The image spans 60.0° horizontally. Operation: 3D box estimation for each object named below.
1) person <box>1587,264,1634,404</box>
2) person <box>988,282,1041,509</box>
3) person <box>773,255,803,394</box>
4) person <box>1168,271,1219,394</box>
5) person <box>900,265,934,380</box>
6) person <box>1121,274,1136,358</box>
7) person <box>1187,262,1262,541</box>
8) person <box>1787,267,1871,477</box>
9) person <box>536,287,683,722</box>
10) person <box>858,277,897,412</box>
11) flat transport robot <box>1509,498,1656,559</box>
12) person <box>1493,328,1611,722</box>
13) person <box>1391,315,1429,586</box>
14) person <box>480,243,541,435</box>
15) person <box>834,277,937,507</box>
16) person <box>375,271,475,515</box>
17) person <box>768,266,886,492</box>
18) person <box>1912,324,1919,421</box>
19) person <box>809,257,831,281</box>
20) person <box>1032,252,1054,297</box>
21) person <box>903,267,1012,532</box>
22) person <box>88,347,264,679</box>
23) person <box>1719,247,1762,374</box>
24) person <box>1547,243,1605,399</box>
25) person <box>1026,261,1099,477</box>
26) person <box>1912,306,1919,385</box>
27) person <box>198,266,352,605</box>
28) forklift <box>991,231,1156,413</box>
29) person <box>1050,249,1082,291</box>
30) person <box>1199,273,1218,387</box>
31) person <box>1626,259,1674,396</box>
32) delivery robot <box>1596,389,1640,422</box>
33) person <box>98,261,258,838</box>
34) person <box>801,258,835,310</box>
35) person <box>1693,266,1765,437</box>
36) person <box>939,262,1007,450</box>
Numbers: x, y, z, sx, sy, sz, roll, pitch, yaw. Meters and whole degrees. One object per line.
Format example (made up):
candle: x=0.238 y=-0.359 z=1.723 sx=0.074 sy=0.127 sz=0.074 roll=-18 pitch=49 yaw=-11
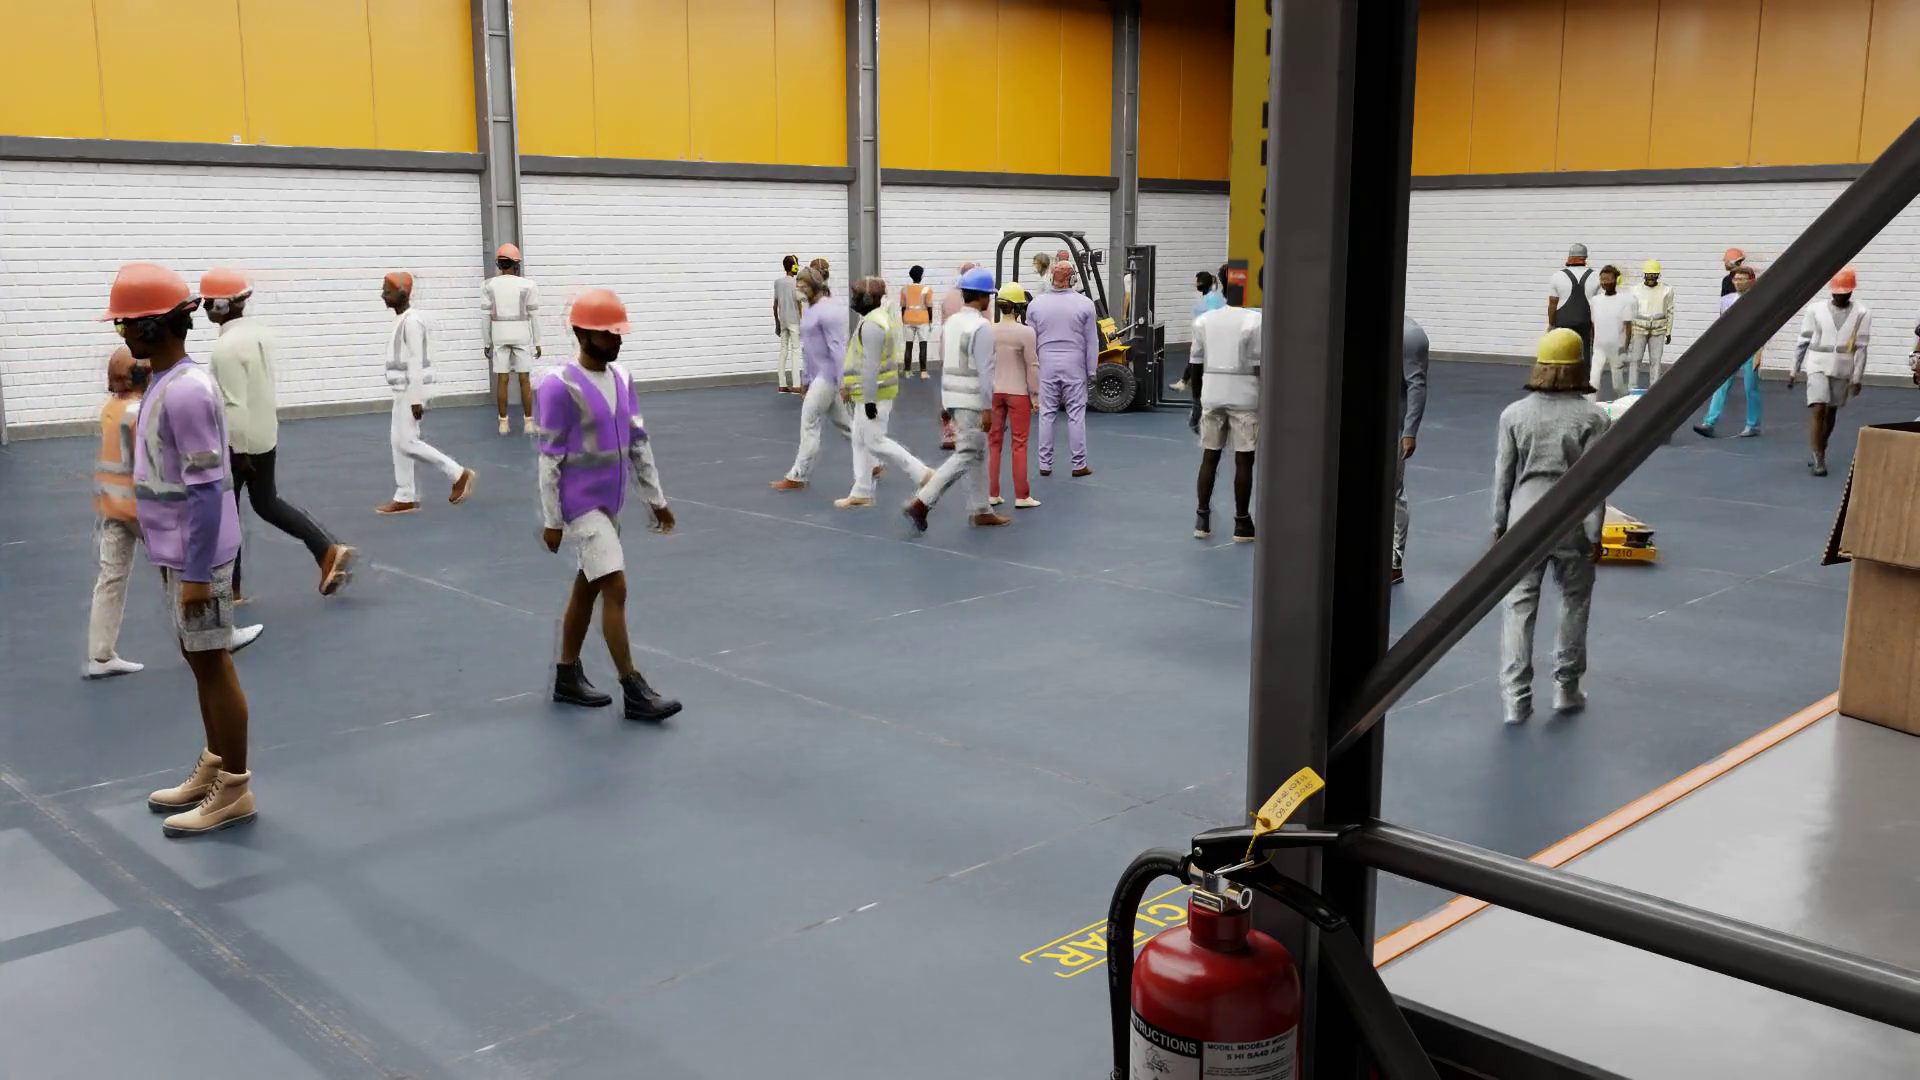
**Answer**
person: x=6.967 y=-2.025 z=17.787 sx=0.509 sy=1.827 sz=0.912 roll=9 pitch=14 yaw=41
person: x=0.394 y=-1.129 z=13.048 sx=0.524 sy=1.770 sz=0.315 roll=6 pitch=12 yaw=31
person: x=-2.286 y=-2.904 z=22.448 sx=0.518 sy=1.870 sz=0.323 roll=7 pitch=13 yaw=35
person: x=3.263 y=-2.763 z=22.266 sx=0.892 sy=1.640 sz=0.539 roll=-4 pitch=11 yaw=-21
person: x=-0.638 y=-3.224 z=24.687 sx=0.532 sy=1.691 sz=0.320 roll=4 pitch=11 yaw=20
person: x=2.762 y=-3.541 z=25.986 sx=0.513 sy=1.845 sz=0.336 roll=-5 pitch=12 yaw=-26
person: x=1.911 y=-0.956 z=11.602 sx=0.723 sy=1.955 sz=0.466 roll=8 pitch=13 yaw=36
person: x=7.828 y=-1.534 z=15.025 sx=0.617 sy=1.865 sz=1.005 roll=3 pitch=11 yaw=18
person: x=-1.516 y=-0.154 z=7.355 sx=0.870 sy=1.896 sz=0.557 roll=4 pitch=11 yaw=21
person: x=-0.999 y=-2.353 z=20.077 sx=0.523 sy=1.636 sz=0.311 roll=6 pitch=12 yaw=30
flat transport robot: x=4.253 y=-0.095 z=11.489 sx=0.652 sy=0.197 sz=1.431 roll=1 pitch=10 yaw=5
person: x=2.629 y=-0.071 z=7.388 sx=0.504 sy=1.723 sz=0.686 roll=7 pitch=13 yaw=35
person: x=2.552 y=-0.687 z=10.166 sx=0.352 sy=1.937 sz=0.635 roll=-7 pitch=12 yaw=-33
person: x=-4.795 y=-2.139 z=17.806 sx=0.615 sy=2.040 sz=0.374 roll=-1 pitch=10 yaw=-6
person: x=-0.580 y=-1.130 z=12.946 sx=0.761 sy=1.823 sz=0.633 roll=0 pitch=10 yaw=-1
person: x=-4.151 y=-1.119 z=12.736 sx=0.646 sy=1.870 sz=0.585 roll=-5 pitch=12 yaw=-27
person: x=-1.083 y=-1.343 z=13.934 sx=1.020 sy=1.887 sz=0.670 roll=-3 pitch=11 yaw=-18
person: x=3.501 y=0.127 z=5.959 sx=0.511 sy=1.860 sz=0.318 roll=-7 pitch=12 yaw=-32
person: x=-1.962 y=-3.055 z=23.380 sx=0.404 sy=1.829 sz=0.588 roll=-4 pitch=11 yaw=-20
person: x=1.221 y=-2.850 z=22.027 sx=0.557 sy=1.923 sz=0.642 roll=0 pitch=10 yaw=-1
person: x=-0.024 y=-0.987 z=11.891 sx=0.854 sy=1.920 sz=0.641 roll=-5 pitch=11 yaw=-25
person: x=-3.923 y=-0.149 z=8.142 sx=0.541 sy=1.591 sz=0.831 roll=9 pitch=14 yaw=41
person: x=10.818 y=-3.072 z=23.107 sx=0.623 sy=1.970 sz=0.749 roll=-8 pitch=13 yaw=-37
person: x=7.932 y=-2.817 z=21.507 sx=0.684 sy=2.000 sz=0.535 roll=2 pitch=11 yaw=13
person: x=0.916 y=-1.509 z=14.740 sx=0.643 sy=1.909 sz=0.410 roll=3 pitch=11 yaw=15
person: x=8.987 y=-1.540 z=15.086 sx=0.429 sy=1.841 sz=0.634 roll=-10 pitch=14 yaw=-42
person: x=-4.030 y=-0.588 z=9.566 sx=0.835 sy=1.967 sz=0.617 roll=0 pitch=10 yaw=1
forklift: x=1.222 y=-2.721 z=20.561 sx=2.313 sy=2.155 sz=1.214 roll=2 pitch=11 yaw=13
person: x=1.608 y=-3.624 z=26.272 sx=0.642 sy=1.909 sz=0.399 roll=-7 pitch=13 yaw=-34
person: x=3.482 y=-2.936 z=23.365 sx=0.389 sy=1.601 sz=0.608 roll=3 pitch=11 yaw=14
person: x=8.909 y=-2.710 z=21.528 sx=0.591 sy=1.825 sz=0.403 roll=2 pitch=11 yaw=13
delivery robot: x=6.908 y=-1.305 z=17.059 sx=0.707 sy=0.478 sz=0.477 roll=-1 pitch=10 yaw=-5
person: x=-2.778 y=0.040 z=5.934 sx=0.395 sy=2.039 sz=0.608 roll=-6 pitch=12 yaw=-29
person: x=-1.767 y=-2.624 z=20.995 sx=0.429 sy=1.842 sz=0.634 roll=-5 pitch=12 yaw=-27
person: x=8.138 y=-1.951 z=17.433 sx=0.959 sy=1.798 sz=0.586 roll=-7 pitch=13 yaw=-35
person: x=0.160 y=-1.854 z=16.756 sx=0.988 sy=1.855 sz=0.674 roll=-7 pitch=13 yaw=-35
